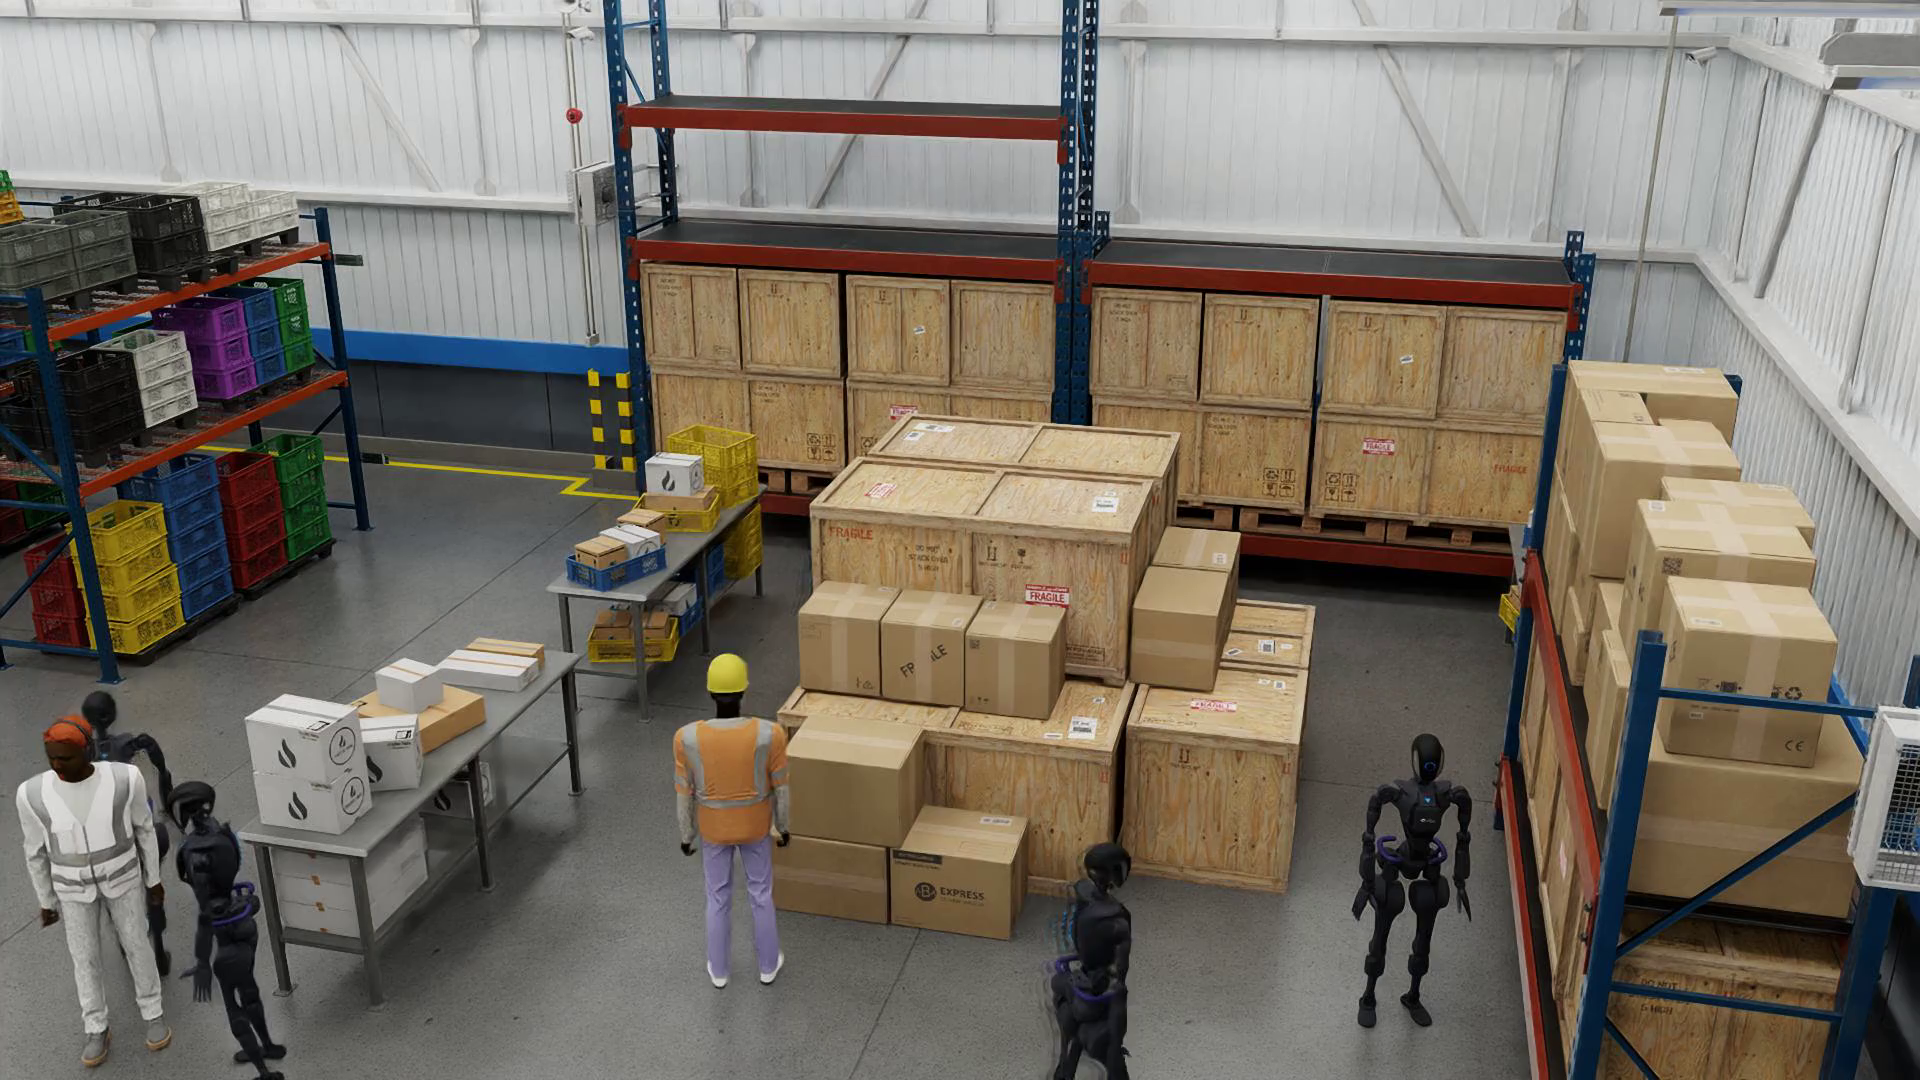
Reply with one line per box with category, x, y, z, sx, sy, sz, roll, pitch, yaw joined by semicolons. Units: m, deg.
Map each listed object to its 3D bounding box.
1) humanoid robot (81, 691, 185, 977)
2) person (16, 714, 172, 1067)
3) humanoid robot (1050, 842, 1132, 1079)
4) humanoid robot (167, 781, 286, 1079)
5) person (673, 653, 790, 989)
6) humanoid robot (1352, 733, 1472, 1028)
humanoid robot;-4.560;1.556;9.029;0.592;1.630;0.679;-10;23;-24
person;-4.280;1.724;8.278;0.574;1.881;0.355;-9;23;-22
humanoid robot;0.684;2.108;7.586;0.726;1.634;0.604;-10;23;-24
humanoid robot;-3.583;1.908;8.066;0.360;1.651;0.594;-6;22;-16
person;-1.201;1.498;8.815;0.595;1.922;0.392;-3;21;-7
humanoid robot;2.313;1.745;8.487;0.596;1.657;0.326;0;21;-1
